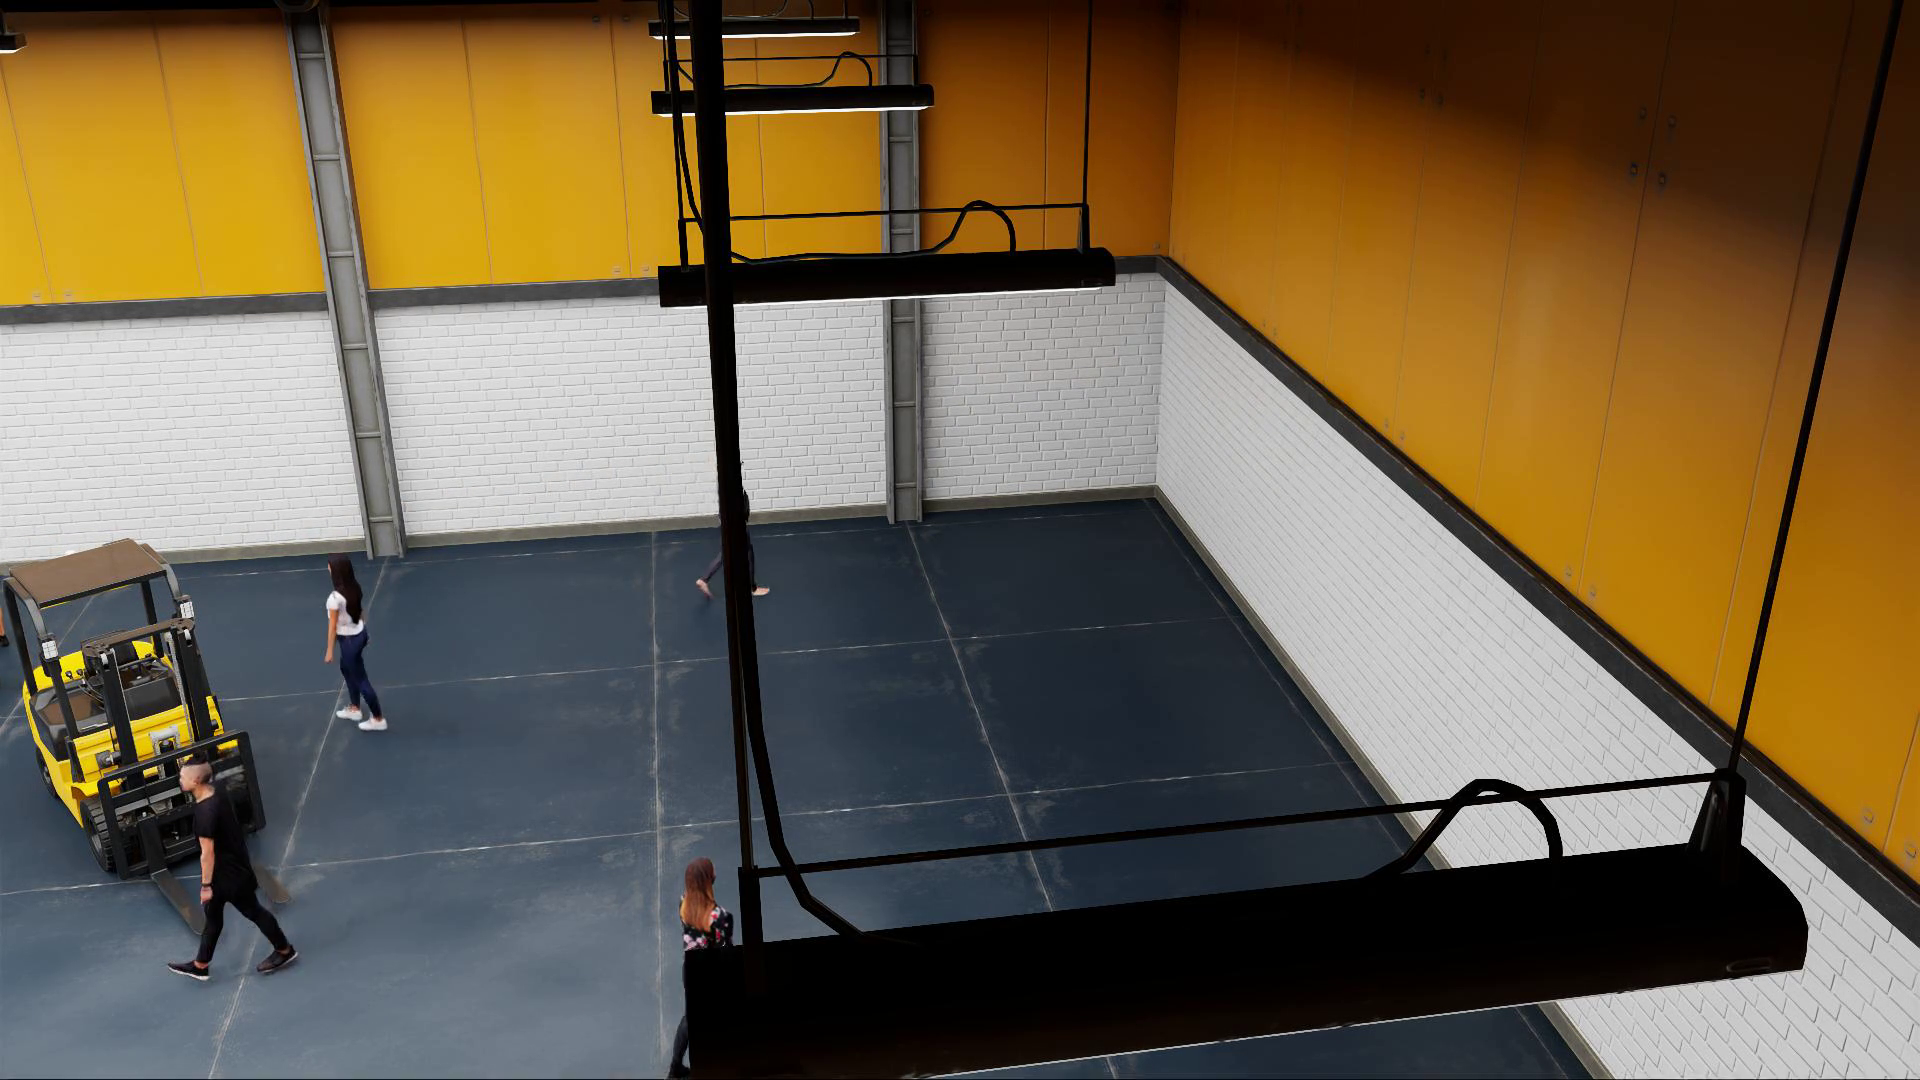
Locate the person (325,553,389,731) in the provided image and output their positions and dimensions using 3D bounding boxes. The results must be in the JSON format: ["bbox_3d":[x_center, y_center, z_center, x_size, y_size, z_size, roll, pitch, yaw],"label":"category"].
[{"bbox_3d":[-5.421,0.953,15.090,0.816,1.758,0.681,1,24,2],"label":"person"}]

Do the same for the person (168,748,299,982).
[{"bbox_3d":[-5.161,2.316,11.896,1.187,1.820,0.966,-11,26,-23],"label":"person"}]

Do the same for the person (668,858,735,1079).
[{"bbox_3d":[-1.706,2.842,10.898,1.003,1.655,1.053,15,28,30],"label":"person"}]

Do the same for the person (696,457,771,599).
[{"bbox_3d":[-2.483,-0.152,17.686,1.078,1.703,0.790,-11,26,-23],"label":"person"}]
